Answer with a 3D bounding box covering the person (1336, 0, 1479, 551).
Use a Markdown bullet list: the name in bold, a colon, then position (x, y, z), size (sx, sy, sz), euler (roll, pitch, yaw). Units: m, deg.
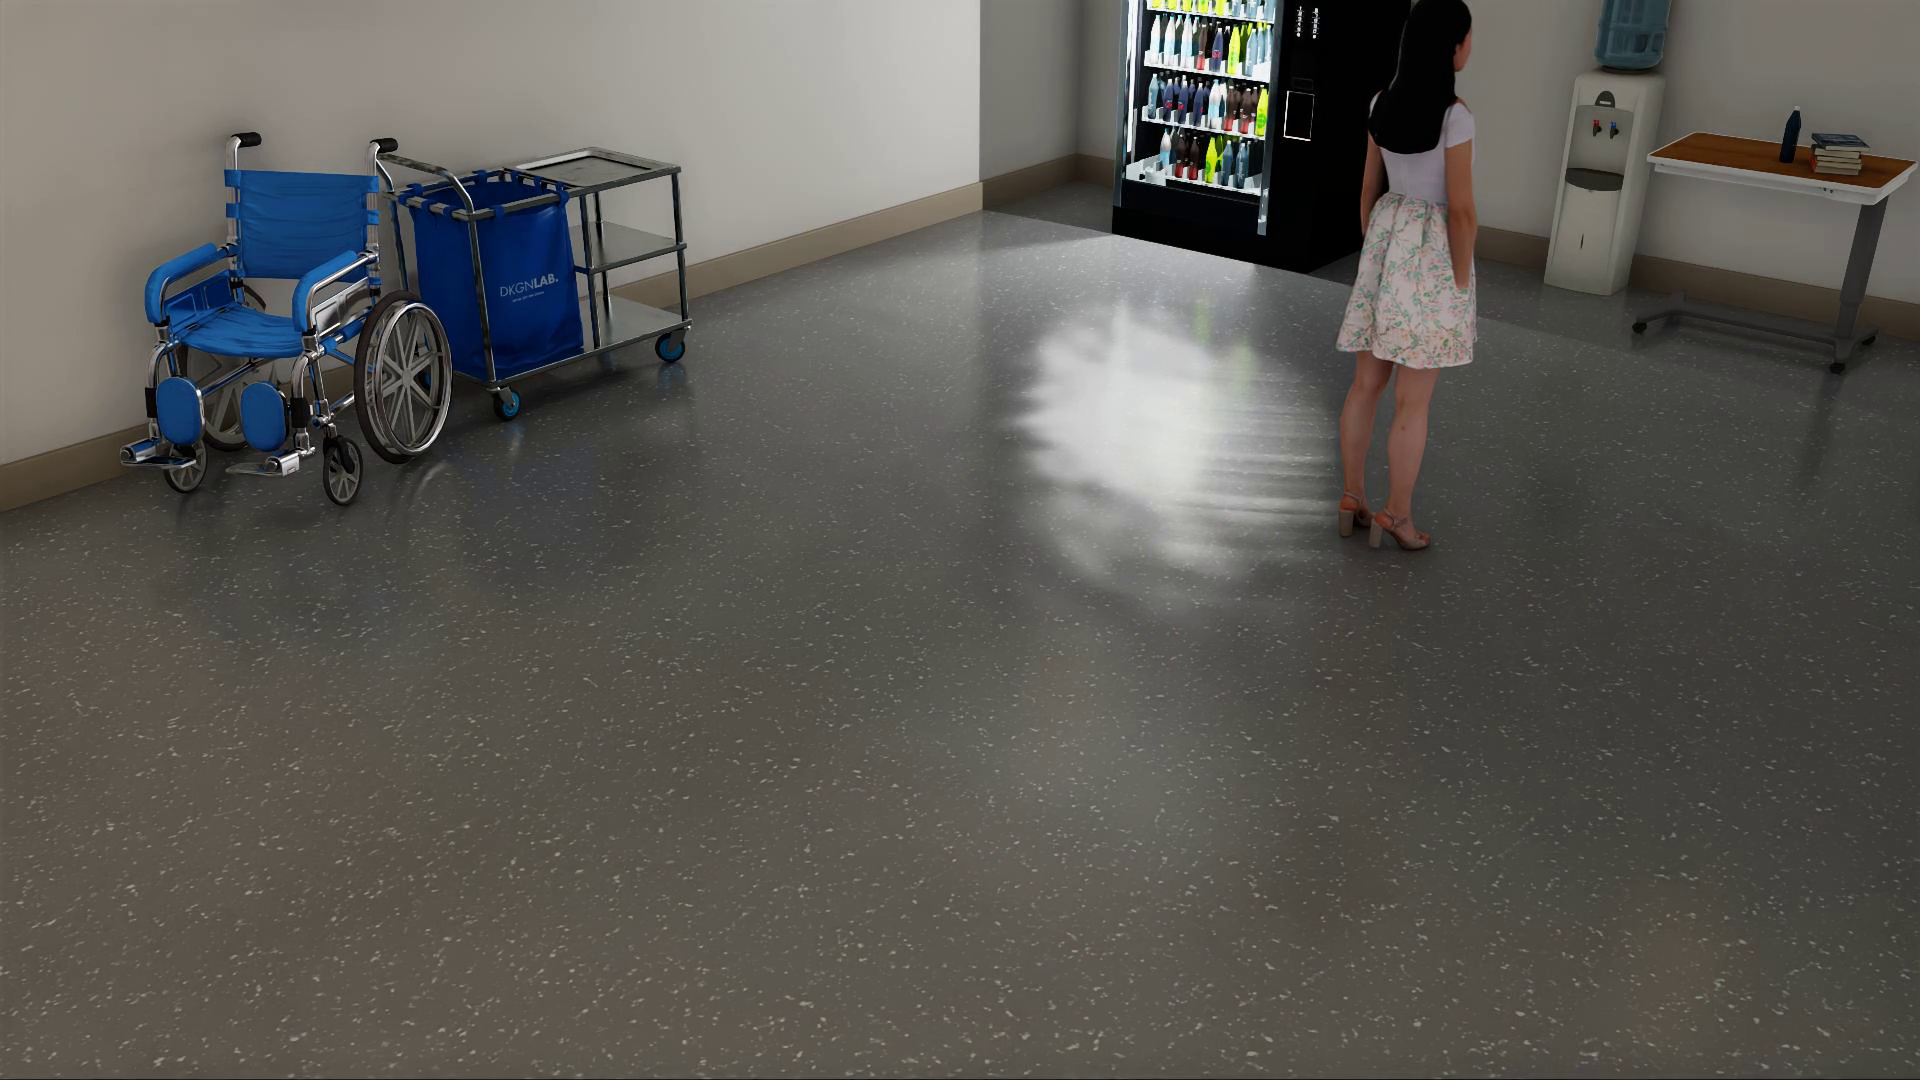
- **person**: position (1.432, -0.816, 5.306), size (0.784, 1.775, 0.669), euler (-16, 30, -30)
